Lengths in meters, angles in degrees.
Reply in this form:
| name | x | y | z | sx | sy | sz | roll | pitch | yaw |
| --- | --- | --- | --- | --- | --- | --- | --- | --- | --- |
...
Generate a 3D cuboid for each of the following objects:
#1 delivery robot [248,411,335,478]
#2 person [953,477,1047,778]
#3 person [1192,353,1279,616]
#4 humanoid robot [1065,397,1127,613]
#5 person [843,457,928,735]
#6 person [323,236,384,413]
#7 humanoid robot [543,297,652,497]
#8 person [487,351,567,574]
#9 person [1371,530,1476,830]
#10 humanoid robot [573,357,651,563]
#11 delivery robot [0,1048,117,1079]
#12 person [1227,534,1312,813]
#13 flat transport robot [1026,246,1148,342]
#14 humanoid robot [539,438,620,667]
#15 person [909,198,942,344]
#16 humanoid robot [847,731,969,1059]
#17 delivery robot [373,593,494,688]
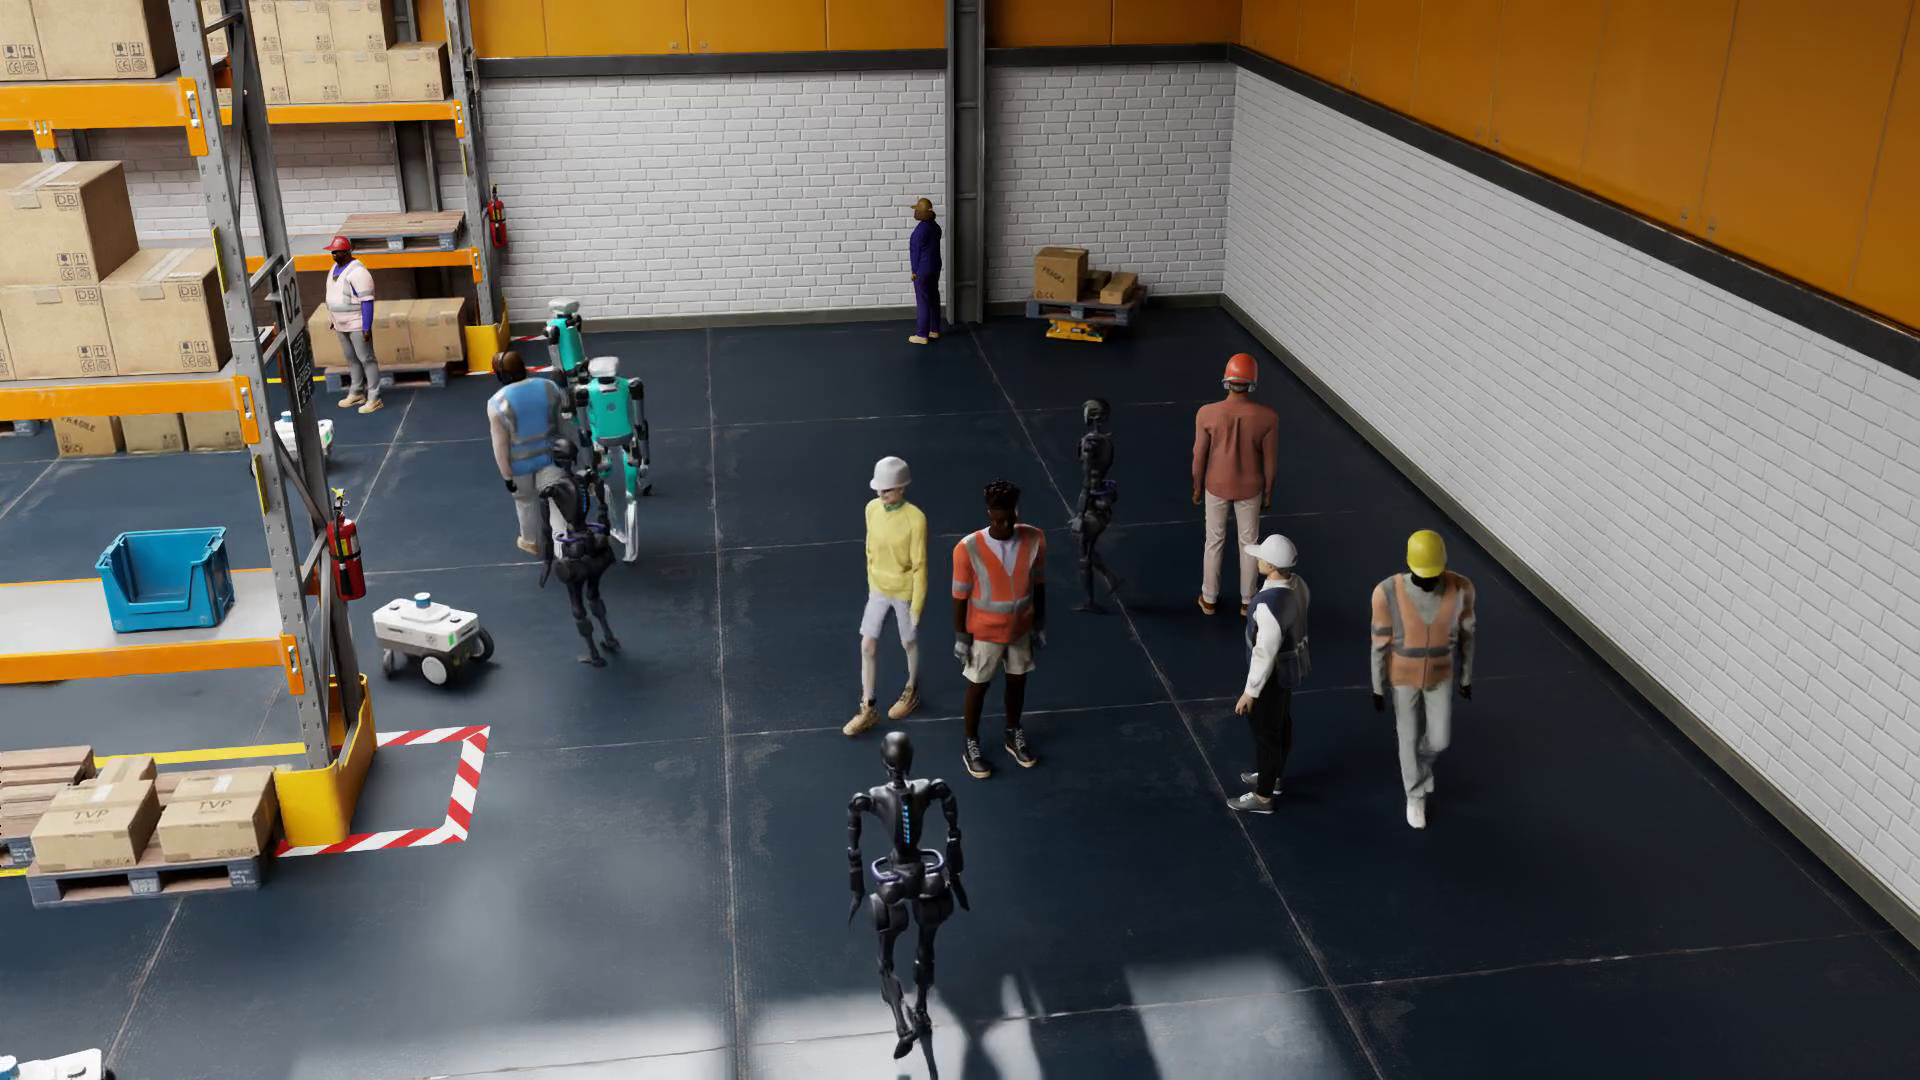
| name | x | y | z | sx | sy | sz | roll | pitch | yaw |
| --- | --- | --- | --- | --- | --- | --- | --- | --- | --- |
| delivery robot | -6.059 | -0.857 | 15.010 | 0.779 | 0.608 | 0.499 | -6 | 24 | -14 |
| person | 0.244 | 0.528 | 10.107 | 0.603 | 1.956 | 0.378 | -11 | 26 | -23 |
| person | 1.996 | -0.394 | 12.150 | 0.611 | 1.995 | 0.388 | 4 | 24 | 9 |
| humanoid robot | 1.020 | -0.234 | 12.180 | 0.404 | 1.651 | 0.609 | 8 | 25 | 18 |
| person | -0.472 | 0.376 | 10.554 | 0.516 | 1.864 | 0.807 | 13 | 27 | 28 |
| person | -6.003 | -2.130 | 16.403 | 0.599 | 1.754 | 0.420 | 17 | 29 | 33 |
| humanoid robot | -3.055 | -1.159 | 14.287 | 0.893 | 1.844 | 0.553 | 6 | 24 | 12 |
| person | -3.326 | -0.608 | 12.922 | 0.617 | 1.785 | 0.974 | -14 | 27 | -29 |
| person | 2.653 | 0.771 | 9.631 | 0.630 | 1.890 | 0.550 | 1 | 24 | 3 |
| humanoid robot | -2.748 | -0.699 | 13.186 | 0.556 | 1.734 | 0.956 | -6 | 25 | -14 |
| delivery robot | -4.114 | 2.523 | 7.284 | 0.792 | 0.589 | 0.499 | -10 | 26 | -22 |
| person | 1.826 | 0.783 | 9.759 | 0.430 | 1.758 | 0.749 | 11 | 26 | 24 |
| flat transport robot | 1.500 | -2.591 | 19.298 | 0.659 | 0.231 | 1.431 | 8 | 25 | 17 |
| humanoid robot | -2.631 | 0.085 | 11.465 | 0.331 | 1.650 | 0.594 | 19 | 30 | 36 |
| person | -0.401 | -3.016 | 18.590 | 0.353 | 1.618 | 0.449 | 13 | 27 | 28 |
| humanoid robot | -0.222 | 1.678 | 7.816 | 0.589 | 1.642 | 0.506 | -6 | 24 | -14 |
| delivery robot | -3.688 | 0.659 | 11.530 | 0.738 | 0.587 | 0.525 | 9 | 25 | 21 |
